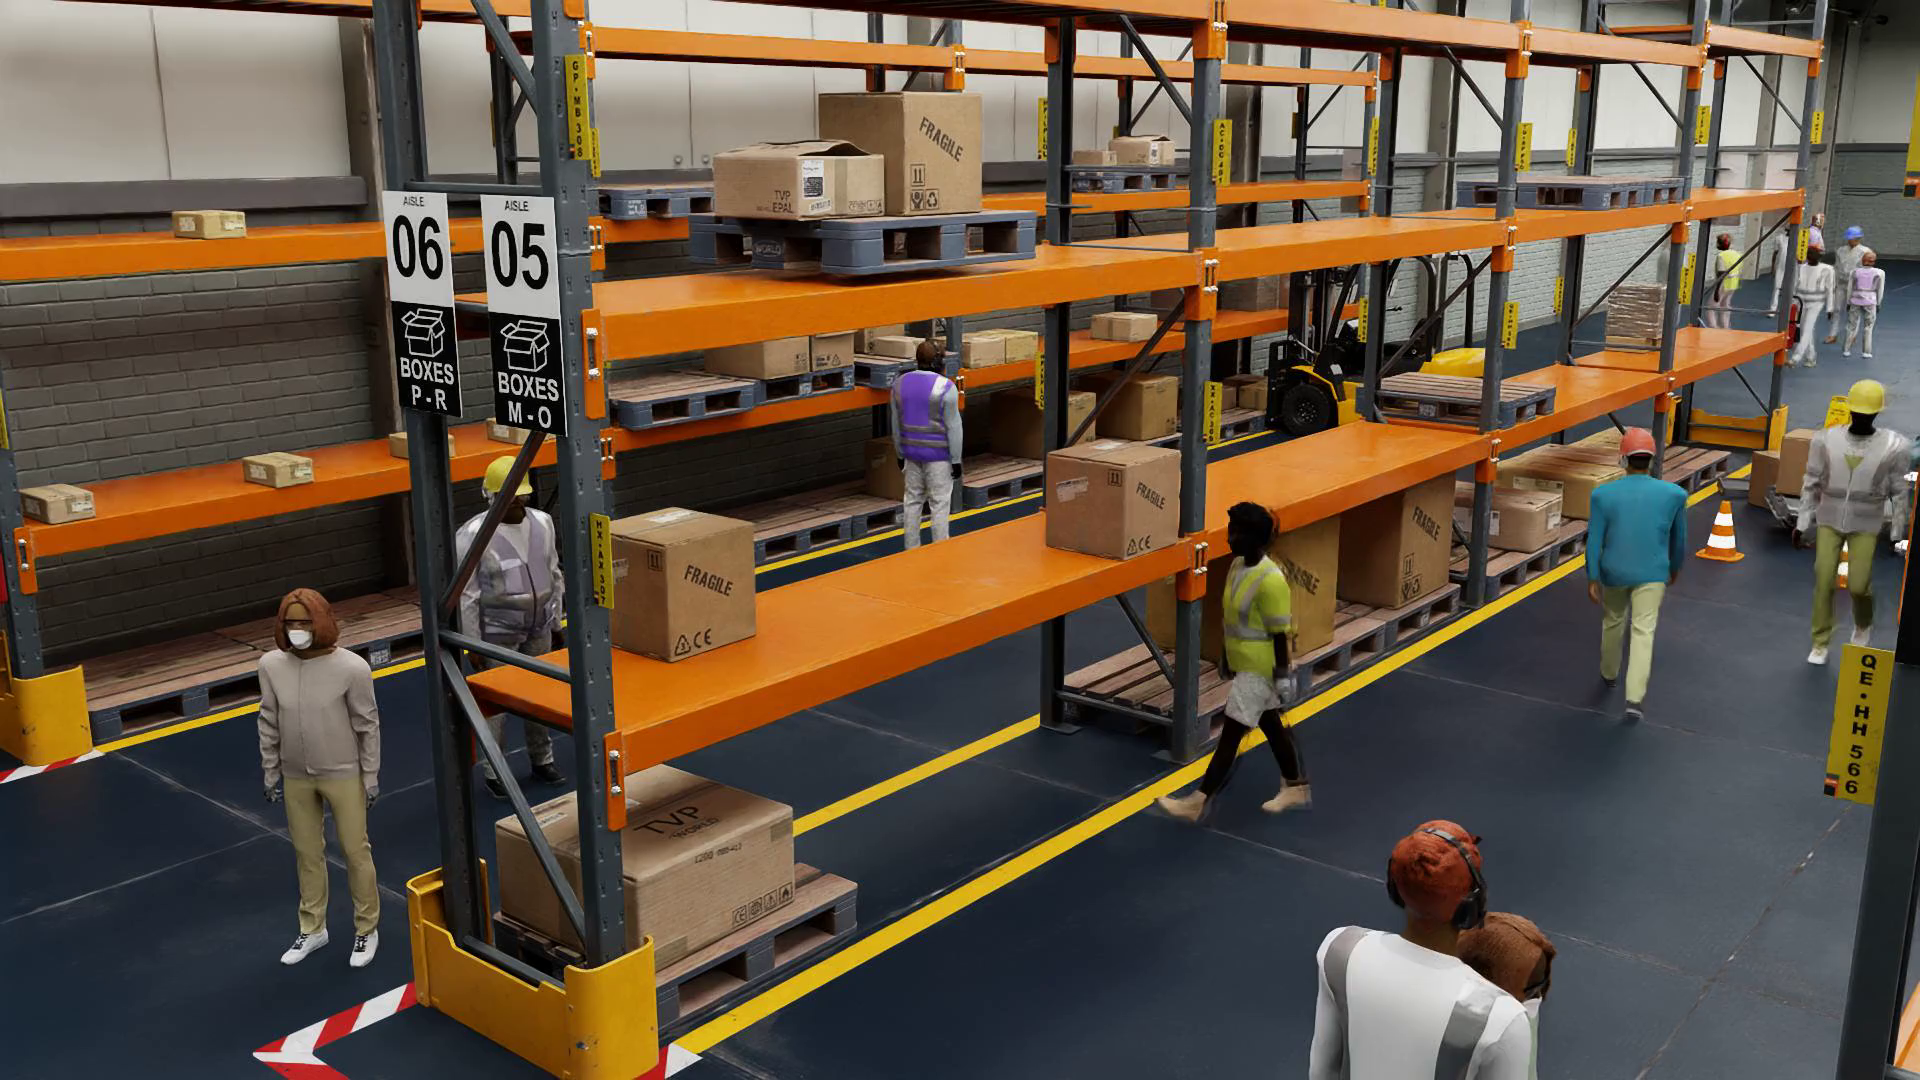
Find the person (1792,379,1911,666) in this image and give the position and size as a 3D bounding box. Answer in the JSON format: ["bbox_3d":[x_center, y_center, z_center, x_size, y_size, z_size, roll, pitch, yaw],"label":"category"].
[{"bbox_3d":[5.799,-0.118,10.826,0.611,1.905,0.535,12,18,39],"label":"person"}]

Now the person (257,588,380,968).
[{"bbox_3d":[-2.646,0.985,6.893,0.507,1.635,0.267,2,14,6],"label":"person"}]

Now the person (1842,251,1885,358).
[{"bbox_3d":[13.968,-3.633,25.722,0.507,1.632,0.318,11,18,39],"label":"person"}]

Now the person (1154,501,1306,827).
[{"bbox_3d":[1.397,0.625,8.332,0.873,1.639,0.541,-3,14,-11],"label":"person"}]

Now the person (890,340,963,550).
[{"bbox_3d":[-0.239,-0.667,13.201,0.633,1.839,0.429,9,16,33],"label":"person"}]

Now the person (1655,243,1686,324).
[{"bbox_3d":[11.061,-3.841,25.982,0.471,1.919,0.718,-2,14,-7],"label":"person"}]

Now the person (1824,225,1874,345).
[{"bbox_3d":[14.582,-4.170,27.251,0.416,1.945,0.610,-9,17,-34],"label":"person"}]

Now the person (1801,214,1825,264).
[{"bbox_3d":[16.420,-5.327,32.055,0.399,1.900,0.644,5,15,20],"label":"person"}]

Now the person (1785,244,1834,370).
[{"bbox_3d":[12.418,-3.418,24.409,1.006,1.826,0.600,-10,17,-35],"label":"person"}]

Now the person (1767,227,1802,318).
[{"bbox_3d":[15.452,-5.070,31.116,0.516,1.843,0.326,7,16,27],"label":"person"}]

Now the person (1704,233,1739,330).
[{"bbox_3d":[12.404,-4.071,27.097,0.638,1.828,0.526,-10,17,-36],"label":"person"}]

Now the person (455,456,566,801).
[{"bbox_3d":[-2.325,0.453,8.683,0.404,1.824,0.586,12,18,41],"label":"person"}]

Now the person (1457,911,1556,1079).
[{"bbox_3d":[1.265,1.671,4.108,0.281,1.632,0.499,13,19,42],"label":"person"}]

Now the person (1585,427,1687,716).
[{"bbox_3d":[4.074,0.176,10.063,0.563,1.705,0.929,5,15,20],"label":"person"}]

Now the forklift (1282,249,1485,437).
[{"bbox_3d":[4.886,-2.214,18.767,2.313,2.155,1.214,11,18,38],"label":"forklift"}]

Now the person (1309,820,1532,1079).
[{"bbox_3d":[1.100,1.569,4.005,0.353,1.884,0.577,-12,18,-40],"label":"person"}]
